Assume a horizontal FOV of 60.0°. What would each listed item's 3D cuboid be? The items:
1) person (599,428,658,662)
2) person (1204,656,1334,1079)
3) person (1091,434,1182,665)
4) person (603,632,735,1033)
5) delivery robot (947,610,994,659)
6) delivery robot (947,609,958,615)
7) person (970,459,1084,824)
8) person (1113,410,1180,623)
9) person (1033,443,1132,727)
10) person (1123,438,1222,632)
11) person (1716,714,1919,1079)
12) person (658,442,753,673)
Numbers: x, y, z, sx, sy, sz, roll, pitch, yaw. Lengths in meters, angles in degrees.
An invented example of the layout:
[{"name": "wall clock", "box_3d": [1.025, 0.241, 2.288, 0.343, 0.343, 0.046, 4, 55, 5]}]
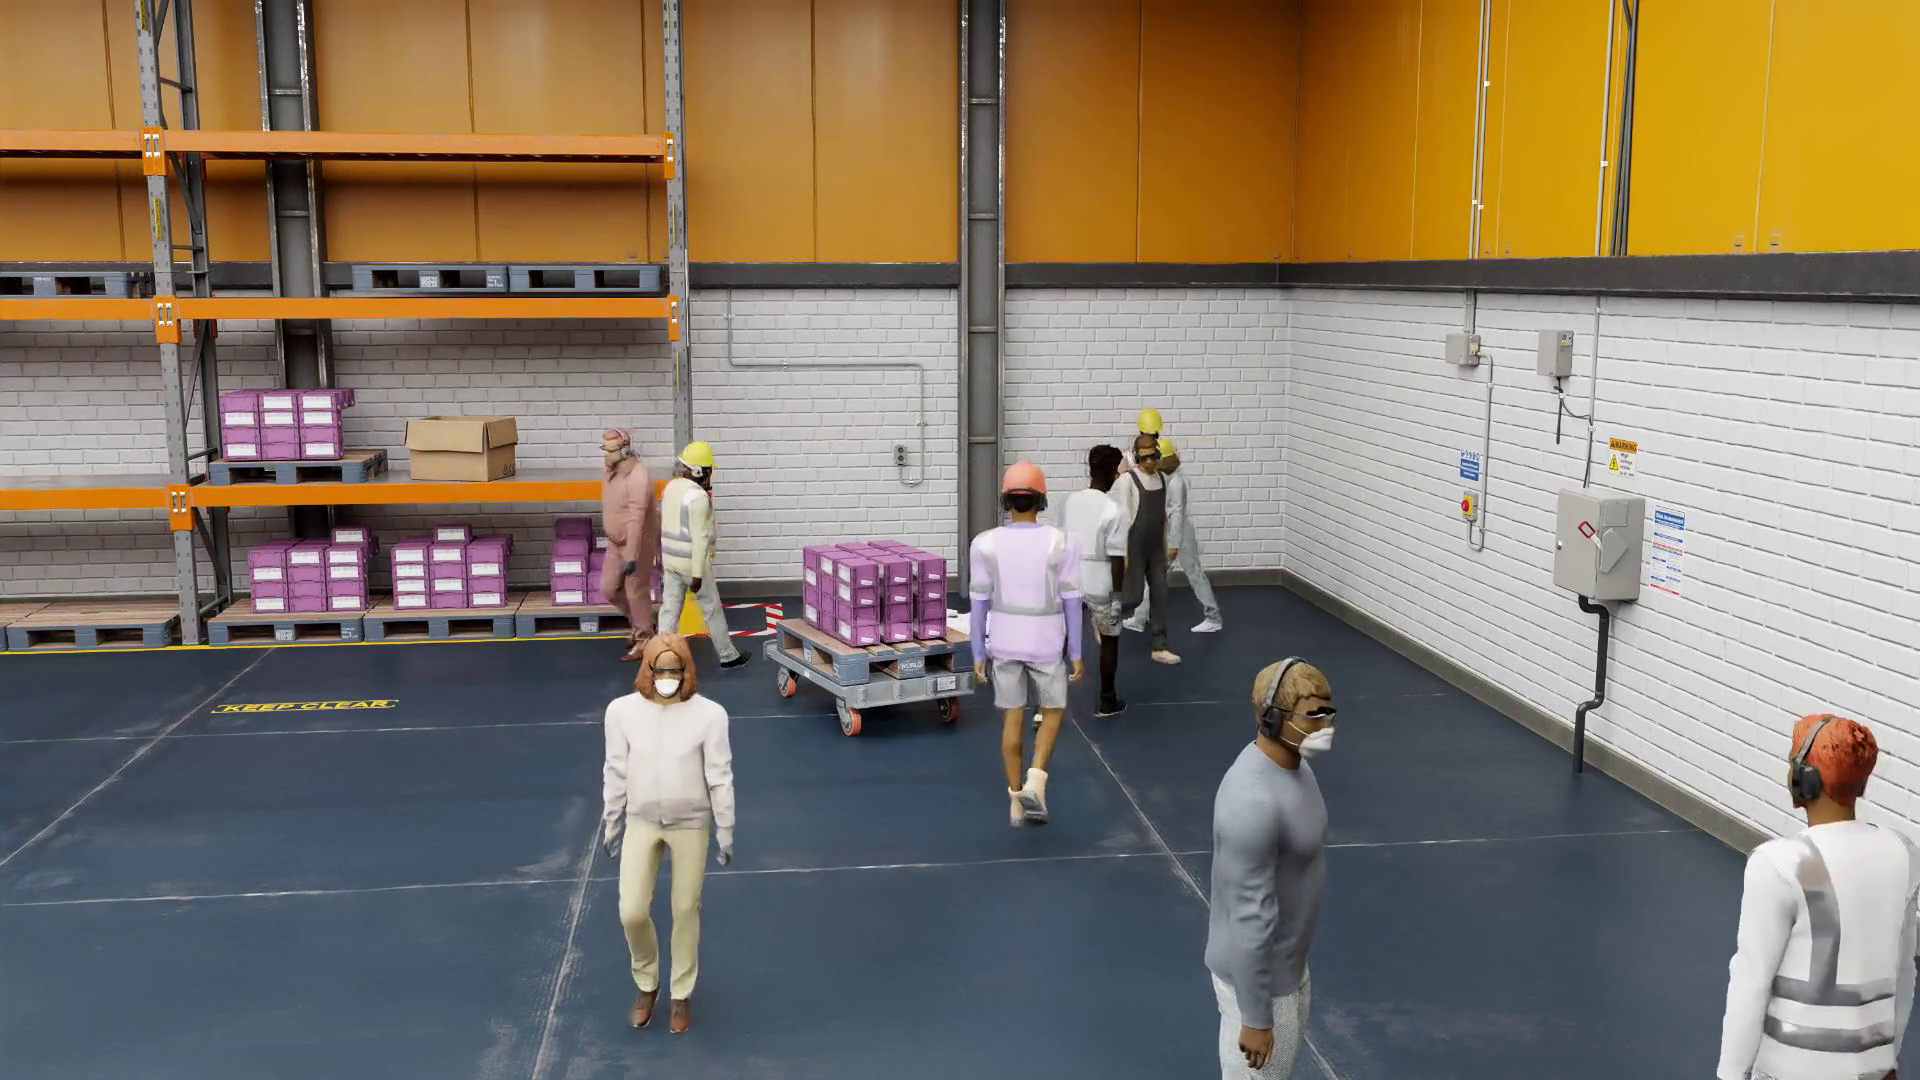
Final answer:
[{"name": "person", "box_3d": [-2.539, 0.053, 12.849, 0.532, 1.866, 0.675, -8, 12, -42]}, {"name": "person", "box_3d": [0.905, 1.287, 4.907, 0.353, 1.936, 0.633, 3, 10, 19]}, {"name": "person", "box_3d": [1.376, 0.060, 12.978, 0.532, 1.819, 0.720, -8, 12, -41]}, {"name": "person", "box_3d": [-1.157, 1.165, 6.610, 0.533, 1.620, 0.363, 0, 9, -3]}, {"name": "delivery robot", "box_3d": [0.165, 0.709, 12.529, 0.707, 0.478, 0.477, 6, 11, 32]}, {"name": "delivery robot", "box_3d": [-0.363, 0.628, 13.031, 0.707, 0.478, 0.477, 8, 12, 39]}, {"name": "person", "box_3d": [0.357, 0.582, 9.027, 0.635, 2.030, 0.530, 2, 9, 11]}, {"name": "person", "box_3d": [1.620, -0.230, 14.654, 0.591, 1.867, 0.716, -3, 10, -17]}, {"name": "person", "box_3d": [0.813, 0.316, 11.120, 0.624, 1.915, 0.949, 6, 11, 32]}, {"name": "person", "box_3d": [1.792, -0.030, 13.949, 0.934, 1.663, 0.517, -2, 9, -14]}, {"name": "person", "box_3d": [2.346, 1.400, 4.434, 0.601, 1.865, 0.701, -4, 10, -23]}, {"name": "person", "box_3d": [-1.929, 0.152, 12.442, 0.879, 1.782, 0.583, -9, 13, -43]}]
